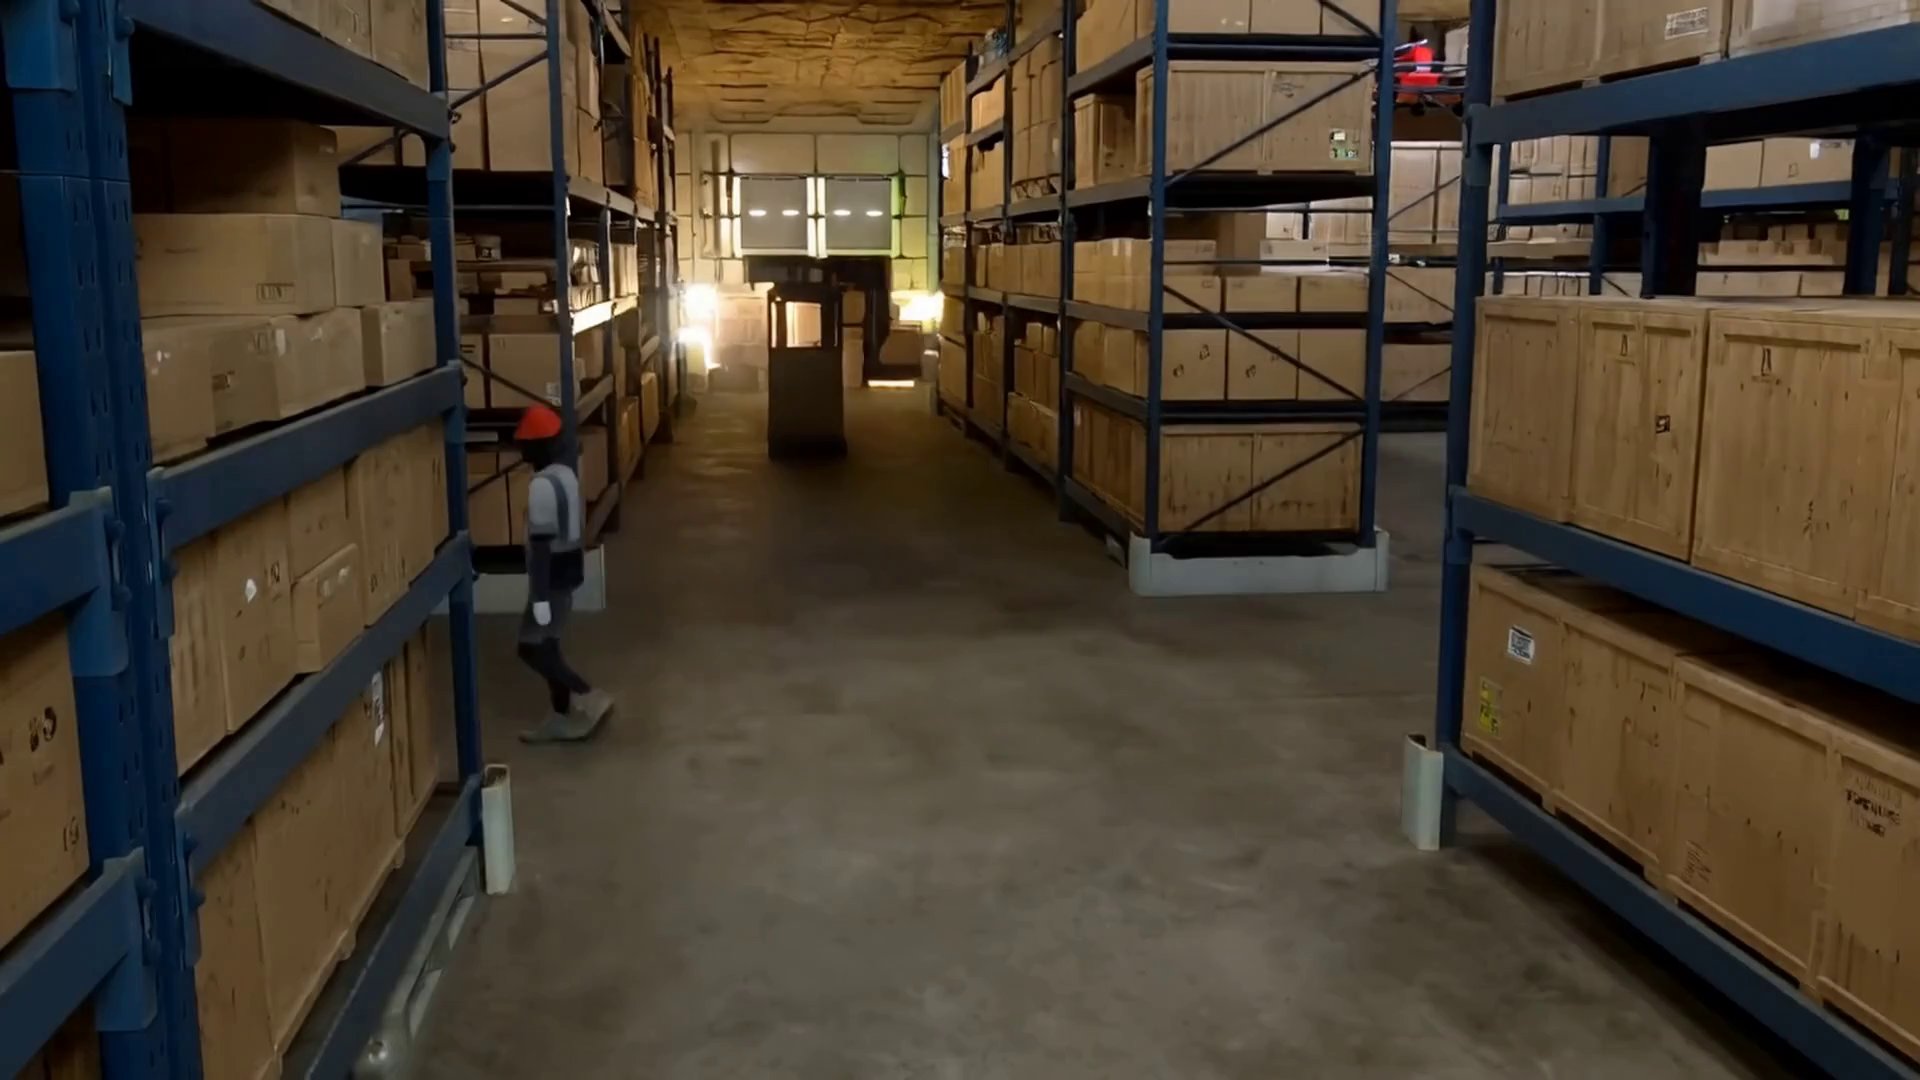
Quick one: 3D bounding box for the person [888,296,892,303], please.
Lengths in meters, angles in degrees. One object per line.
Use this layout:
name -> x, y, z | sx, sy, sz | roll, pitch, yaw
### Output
person -> -2.311, -6.960, 51.894 | 0.565, 1.912, 0.541 | -5, 11, -27

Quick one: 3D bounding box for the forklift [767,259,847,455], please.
forklift -> -2.289, -2.738, 24.507 | 1.129, 2.768, 1.873 | -1, 10, -7

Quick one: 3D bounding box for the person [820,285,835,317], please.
person -> -4.299, -7.415, 54.514 | 0.628, 1.931, 0.383 | 5, 11, 28

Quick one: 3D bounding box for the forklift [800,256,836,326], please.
forklift -> -5.102, -8.570, 58.460 | 1.129, 2.768, 1.873 | -6, 12, -33

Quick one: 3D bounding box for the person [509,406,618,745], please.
person -> -2.340, 0.234, 9.688 | 0.526, 2.023, 0.626 | 0, 10, 2

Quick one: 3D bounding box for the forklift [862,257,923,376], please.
forklift -> -1.865, -5.324, 39.560 | 1.873, 2.768, 1.129 | -1, 10, -7

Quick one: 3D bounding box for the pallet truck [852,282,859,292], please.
pallet truck -> -3.782, -9.391, 65.808 | 1.885, 1.965, 0.823 | 2, 10, 10
